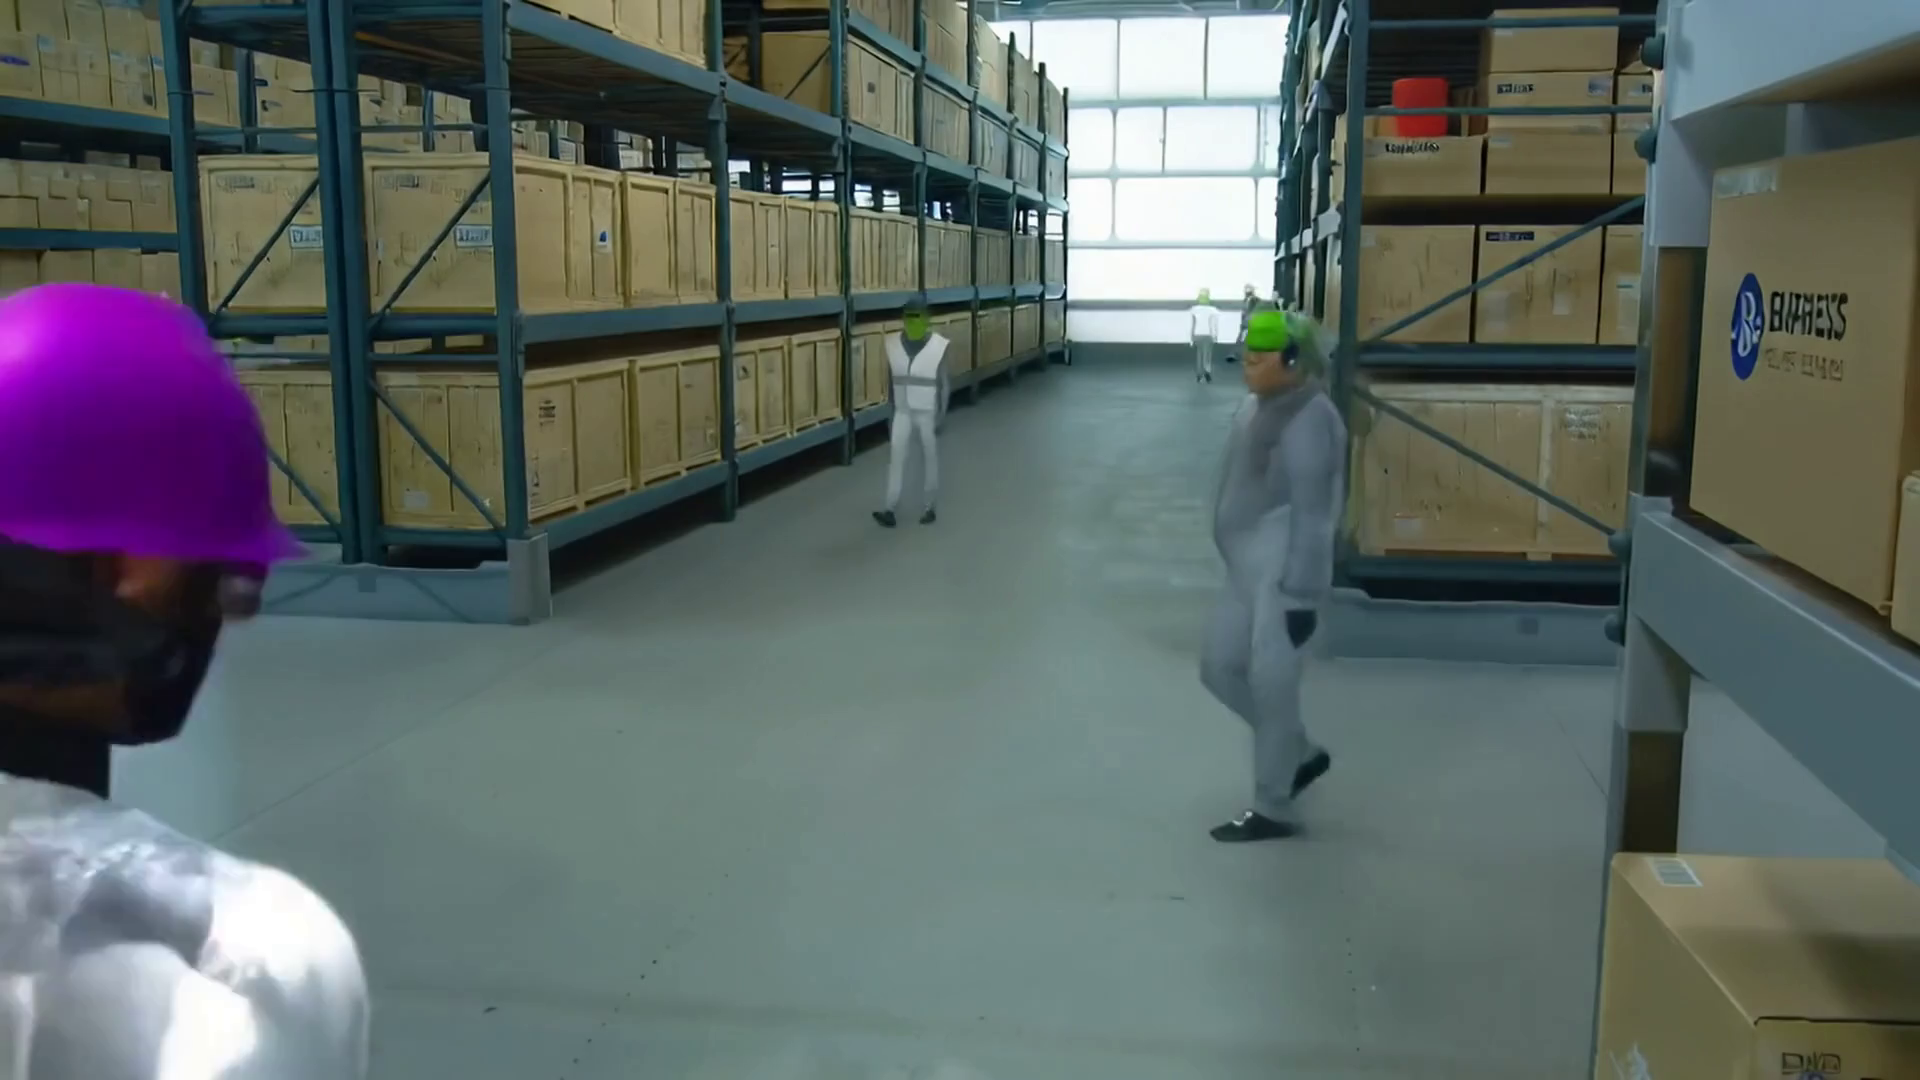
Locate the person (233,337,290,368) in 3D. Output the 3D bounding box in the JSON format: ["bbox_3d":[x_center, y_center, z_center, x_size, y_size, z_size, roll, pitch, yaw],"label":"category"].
[{"bbox_3d":[-6.527,-1.282,15.599,0.507,1.606,0.748,-3,10,-16],"label":"person"}]

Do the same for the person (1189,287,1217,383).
[{"bbox_3d":[4.411,-3.709,30.194,0.528,1.758,0.360,2,9,15],"label":"person"}]

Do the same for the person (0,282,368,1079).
[{"bbox_3d":[-0.674,0.817,1.324,0.635,2.010,0.764,1,9,9],"label":"person"}]

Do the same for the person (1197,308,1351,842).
[{"bbox_3d":[1.092,0.134,5.886,0.427,1.895,0.666,-2,9,-15],"label":"person"}]

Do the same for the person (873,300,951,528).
[{"bbox_3d":[-0.374,-0.981,13.108,0.575,1.790,0.973,3,10,19],"label":"person"}]

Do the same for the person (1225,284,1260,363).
[{"bbox_3d":[6.368,-4.795,36.912,0.903,1.756,0.617,-5,10,-28],"label":"person"}]
